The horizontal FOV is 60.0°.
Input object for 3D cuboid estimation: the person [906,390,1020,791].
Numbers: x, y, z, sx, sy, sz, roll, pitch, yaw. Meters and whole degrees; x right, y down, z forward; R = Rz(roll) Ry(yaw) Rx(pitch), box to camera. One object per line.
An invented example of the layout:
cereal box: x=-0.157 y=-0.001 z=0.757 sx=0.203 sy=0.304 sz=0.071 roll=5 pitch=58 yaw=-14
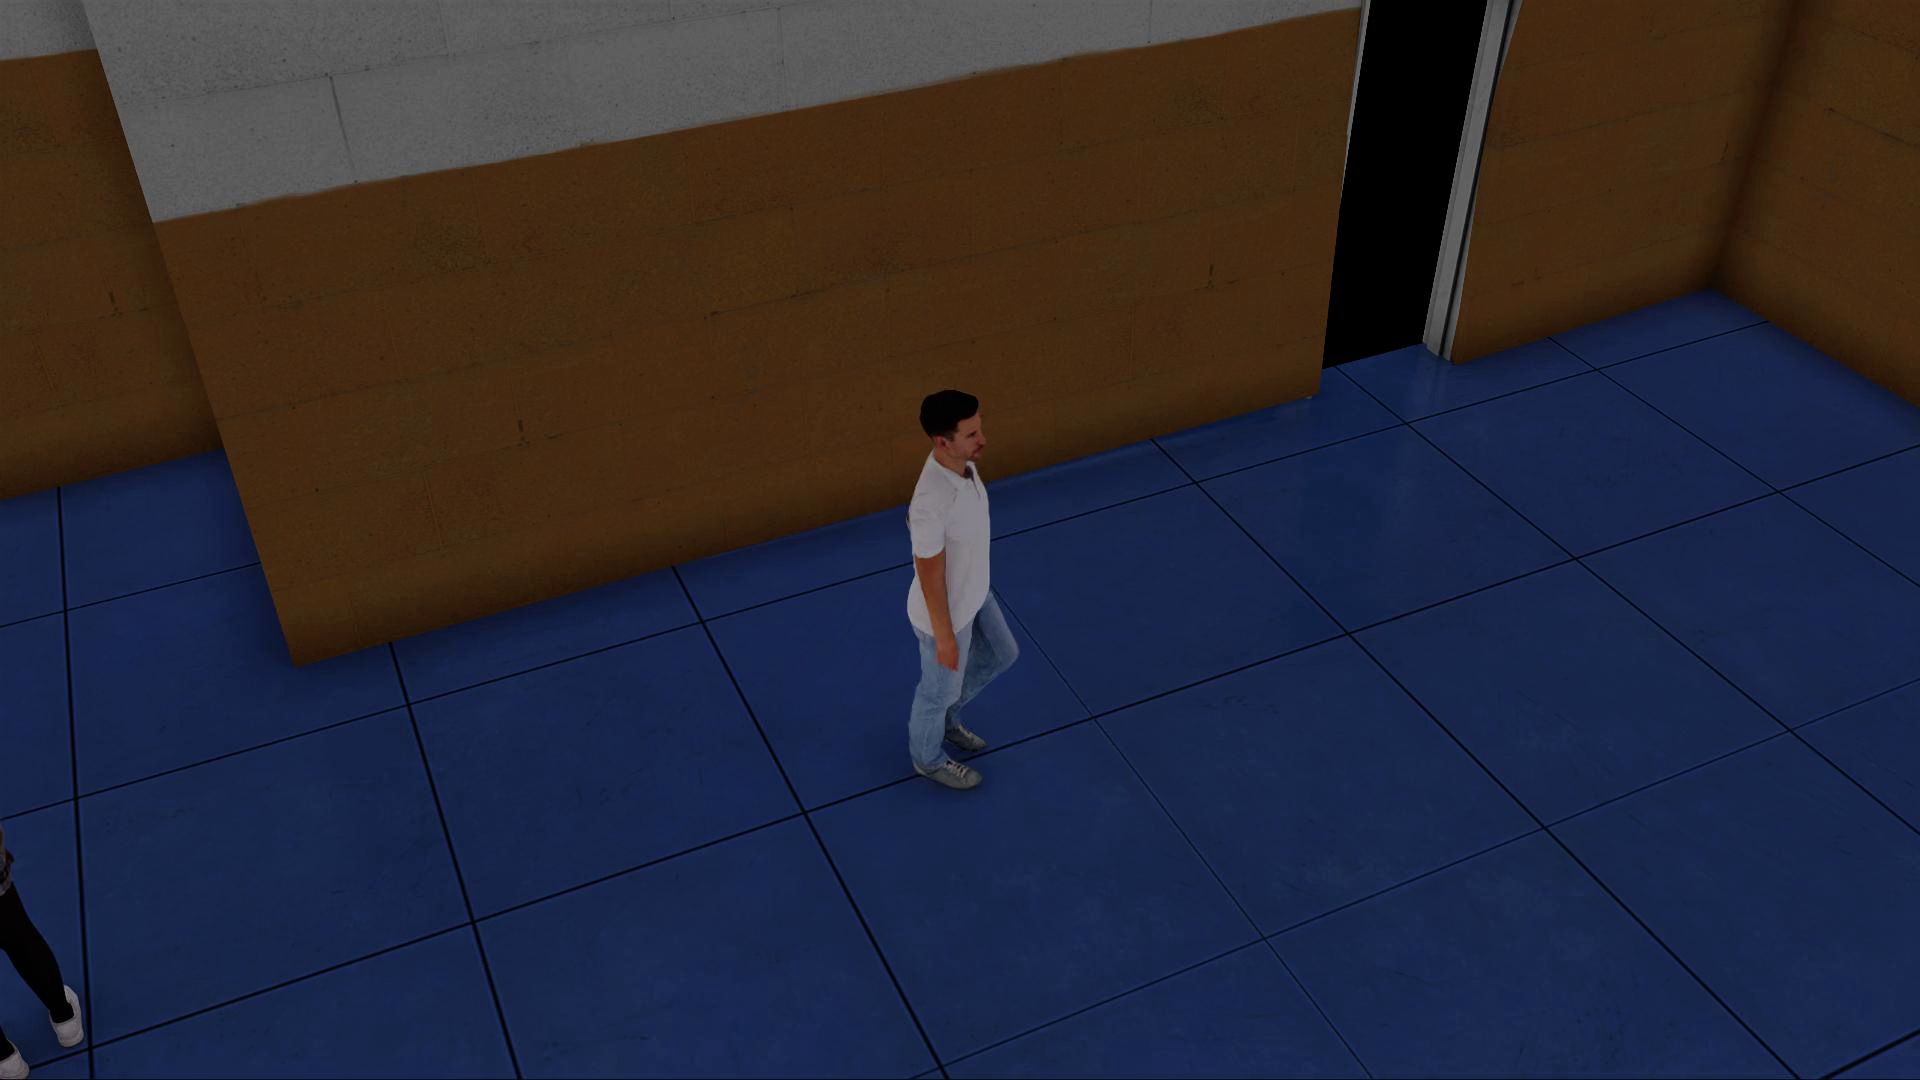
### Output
person: x=-0.115 y=0.205 z=6.386 sx=0.860 sy=1.848 sz=0.794 roll=11 pitch=38 yaw=14

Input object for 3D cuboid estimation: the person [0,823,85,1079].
person: x=-3.248 y=1.076 z=5.290 sx=0.677 sy=1.771 sz=0.644 roll=-29 pitch=46 yaw=-33
